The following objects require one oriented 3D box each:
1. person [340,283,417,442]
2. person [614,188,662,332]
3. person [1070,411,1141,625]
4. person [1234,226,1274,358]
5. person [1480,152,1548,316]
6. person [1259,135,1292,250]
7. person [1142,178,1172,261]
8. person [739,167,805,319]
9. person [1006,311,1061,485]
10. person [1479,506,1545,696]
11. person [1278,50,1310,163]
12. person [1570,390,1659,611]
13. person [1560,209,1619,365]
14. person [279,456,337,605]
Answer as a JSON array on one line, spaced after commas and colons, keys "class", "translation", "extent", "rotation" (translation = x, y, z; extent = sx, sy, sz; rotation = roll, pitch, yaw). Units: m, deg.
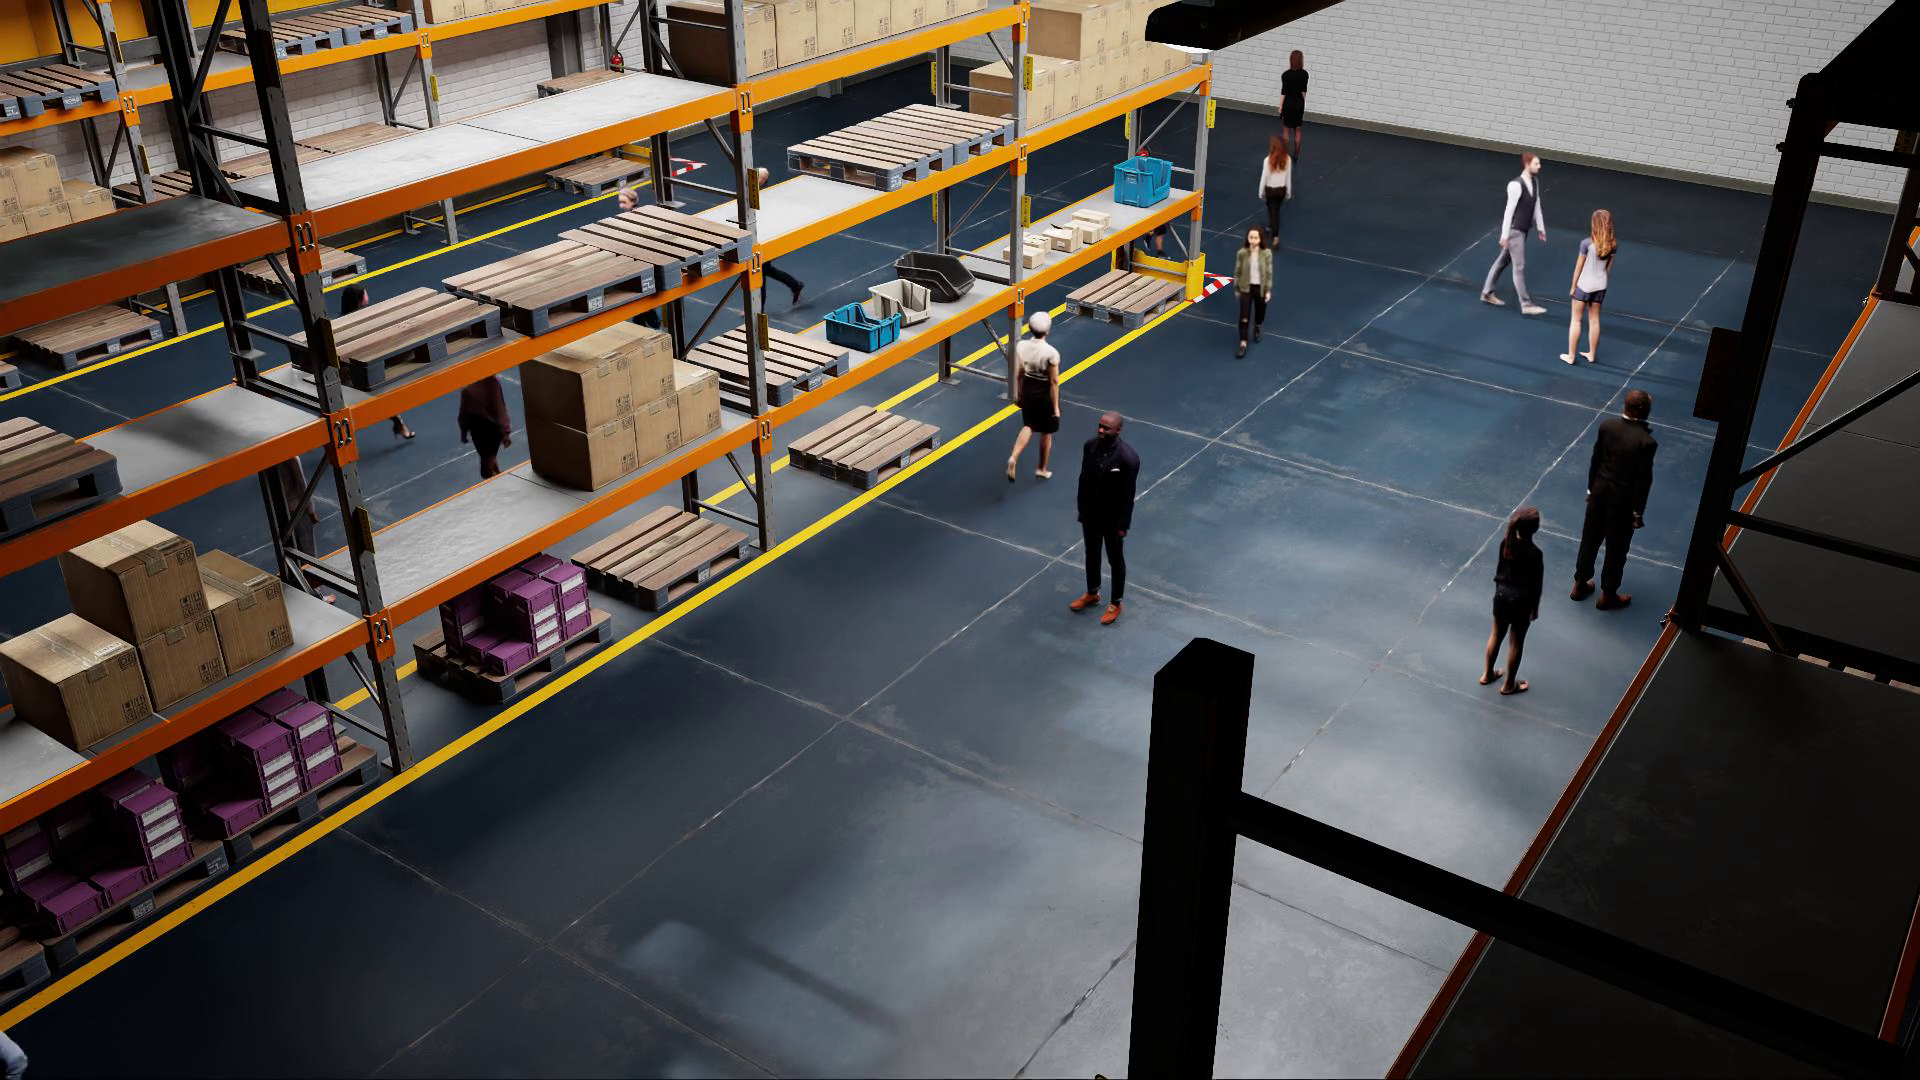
[{"class": "person", "translation": [-5.920, -1.642, 16.254], "extent": [1.196, 1.675, 0.943], "rotation": [-17, 33, -28]}, {"class": "person", "translation": [-3.588, -3.044, 18.640], "extent": [0.794, 1.851, 0.844], "rotation": [7, 29, 12]}, {"class": "person", "translation": [1.185, -0.209, 13.477], "extent": [0.718, 1.818, 0.634], "rotation": [24, 36, 36]}, {"class": "person", "translation": [3.297, -2.809, 18.620], "extent": [0.798, 1.457, 0.997], "rotation": [7, 29, 12]}, {"class": "person", "translation": [6.514, -3.669, 19.732], "extent": [0.805, 1.903, 1.076], "rotation": [21, 35, 34]}, {"class": "person", "translation": [4.154, -4.525, 21.772], "extent": [0.932, 1.452, 0.971], "rotation": [-6, 29, -10]}, {"class": "person", "translation": [2.546, -4.254, 21.488], "extent": [0.597, 1.248, 0.695], "rotation": [24, 37, 37]}, {"class": "person", "translation": [-2.228, -3.515, 19.576], "extent": [1.210, 1.782, 1.037], "rotation": [-13, 31, -22]}, {"class": "person", "translation": [0.683, -1.271, 15.506], "extent": [0.645, 1.741, 0.890], "rotation": [21, 35, 34]}, {"class": "person", "translation": [4.191, 0.438, 12.566], "extent": [0.630, 1.555, 0.605], "rotation": [-20, 34, -32]}, {"class": "person", "translation": [5.055, -6.572, 25.260], "extent": [0.633, 1.705, 0.715], "rotation": [-8, 30, -13]}, {"class": "person", "translation": [5.375, -0.342, 13.632], "extent": [0.737, 1.904, 0.767], "rotation": [-19, 34, -31]}, {"class": "person", "translation": [6.938, -2.777, 18.282], "extent": [0.670, 1.726, 0.736], "rotation": [-6, 29, -10]}, {"class": "person", "translation": [-5.482, -0.239, 13.578], "extent": [0.648, 1.774, 0.618], "rotation": [10, 30, 18]}]
